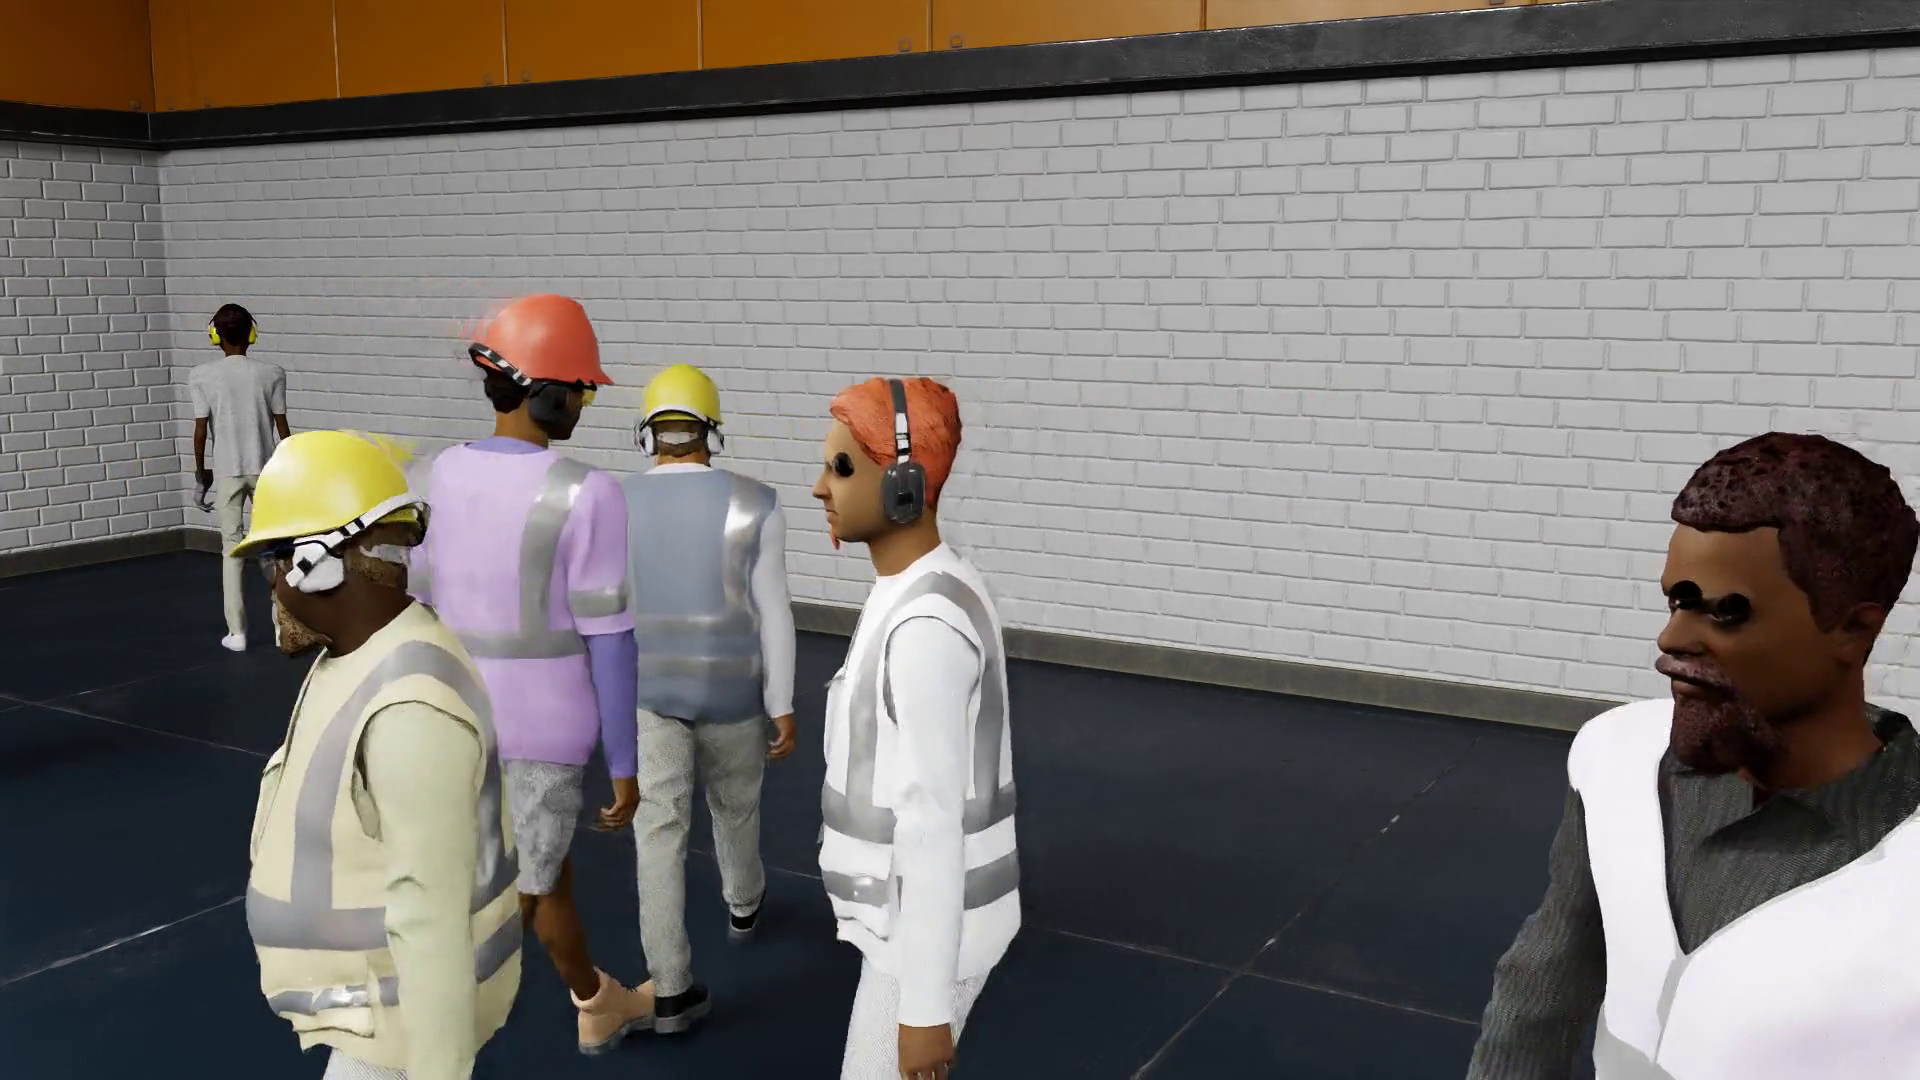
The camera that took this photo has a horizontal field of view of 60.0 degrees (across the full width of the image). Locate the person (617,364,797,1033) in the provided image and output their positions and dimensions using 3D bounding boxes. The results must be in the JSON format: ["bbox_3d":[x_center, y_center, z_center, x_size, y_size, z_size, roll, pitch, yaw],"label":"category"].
[{"bbox_3d":[-0.750,0.396,4.684,0.600,1.767,0.972,0,9,0],"label":"person"}]

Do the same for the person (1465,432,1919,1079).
[{"bbox_3d":[0.762,0.824,1.726,1.018,1.868,0.609,-2,9,-15],"label":"person"}]

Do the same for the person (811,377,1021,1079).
[{"bbox_3d":[0.006,0.654,2.830,0.666,1.864,0.583,-1,9,-5],"label":"person"}]

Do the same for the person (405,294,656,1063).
[{"bbox_3d":[-1.008,0.424,3.883,0.618,1.979,1.066,4,10,26],"label":"person"}]

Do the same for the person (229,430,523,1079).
[{"bbox_3d":[-0.837,0.711,2.685,0.791,1.794,0.603,-4,10,-24],"label":"person"}]

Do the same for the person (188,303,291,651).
[{"bbox_3d":[-3.852,-0.333,8.955,0.517,1.865,0.328,-4,10,-26],"label":"person"}]
